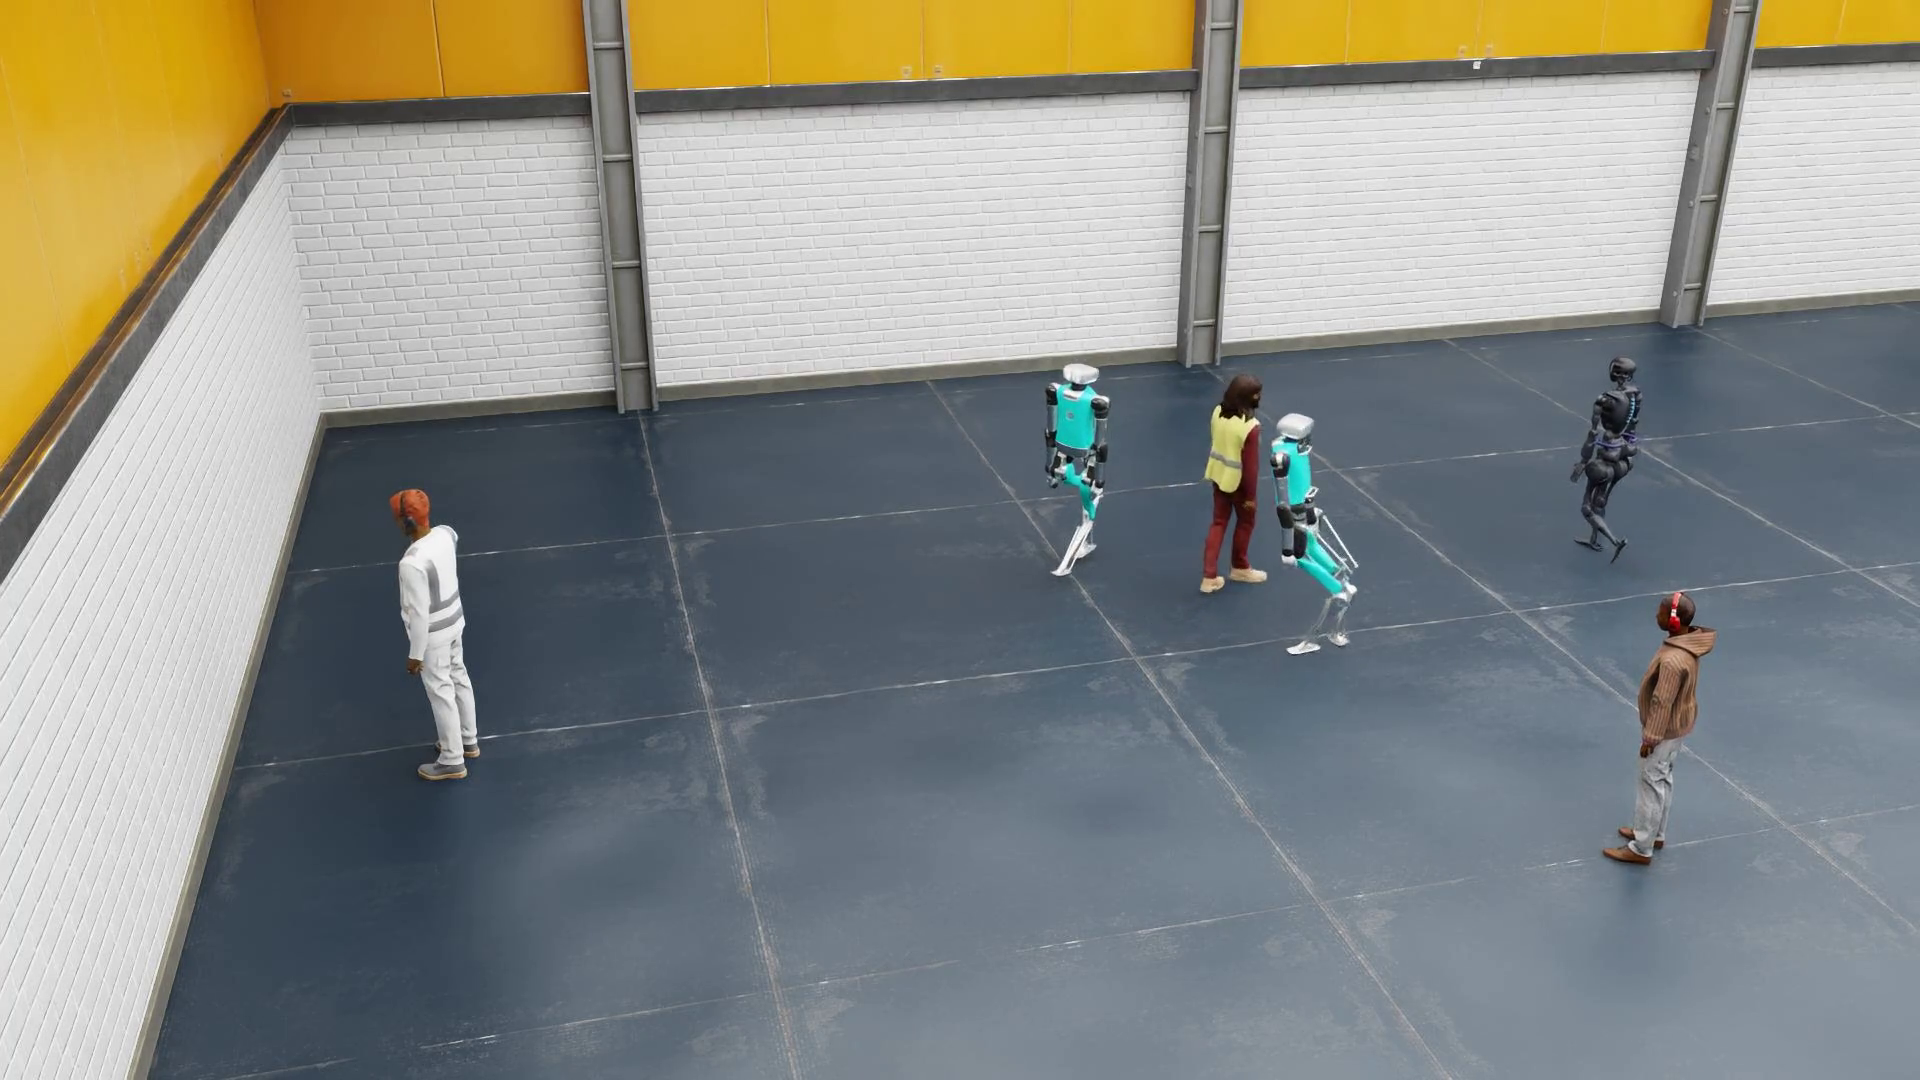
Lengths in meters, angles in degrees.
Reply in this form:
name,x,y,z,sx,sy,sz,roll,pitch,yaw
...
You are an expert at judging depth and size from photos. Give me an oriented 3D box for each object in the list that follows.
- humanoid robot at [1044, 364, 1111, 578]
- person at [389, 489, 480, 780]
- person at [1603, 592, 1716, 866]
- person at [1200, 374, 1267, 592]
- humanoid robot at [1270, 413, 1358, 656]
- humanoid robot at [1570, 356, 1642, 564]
name,x,y,z,sx,sy,sz,roll,pitch,yaw
humanoid robot,0.982,-0.565,12.811,0.565,1.742,0.951,16,28,31
person,-3.188,0.563,10.074,0.356,1.887,0.571,3,24,7
person,3.914,1.050,9.267,0.332,1.645,0.468,14,28,30
person,2.063,-0.435,12.521,0.625,1.736,0.531,-16,29,-33
humanoid robot,2.530,0.009,11.509,0.812,1.768,0.637,13,27,26
humanoid robot,5.159,-0.643,13.077,0.598,1.640,0.522,-14,27,-29
